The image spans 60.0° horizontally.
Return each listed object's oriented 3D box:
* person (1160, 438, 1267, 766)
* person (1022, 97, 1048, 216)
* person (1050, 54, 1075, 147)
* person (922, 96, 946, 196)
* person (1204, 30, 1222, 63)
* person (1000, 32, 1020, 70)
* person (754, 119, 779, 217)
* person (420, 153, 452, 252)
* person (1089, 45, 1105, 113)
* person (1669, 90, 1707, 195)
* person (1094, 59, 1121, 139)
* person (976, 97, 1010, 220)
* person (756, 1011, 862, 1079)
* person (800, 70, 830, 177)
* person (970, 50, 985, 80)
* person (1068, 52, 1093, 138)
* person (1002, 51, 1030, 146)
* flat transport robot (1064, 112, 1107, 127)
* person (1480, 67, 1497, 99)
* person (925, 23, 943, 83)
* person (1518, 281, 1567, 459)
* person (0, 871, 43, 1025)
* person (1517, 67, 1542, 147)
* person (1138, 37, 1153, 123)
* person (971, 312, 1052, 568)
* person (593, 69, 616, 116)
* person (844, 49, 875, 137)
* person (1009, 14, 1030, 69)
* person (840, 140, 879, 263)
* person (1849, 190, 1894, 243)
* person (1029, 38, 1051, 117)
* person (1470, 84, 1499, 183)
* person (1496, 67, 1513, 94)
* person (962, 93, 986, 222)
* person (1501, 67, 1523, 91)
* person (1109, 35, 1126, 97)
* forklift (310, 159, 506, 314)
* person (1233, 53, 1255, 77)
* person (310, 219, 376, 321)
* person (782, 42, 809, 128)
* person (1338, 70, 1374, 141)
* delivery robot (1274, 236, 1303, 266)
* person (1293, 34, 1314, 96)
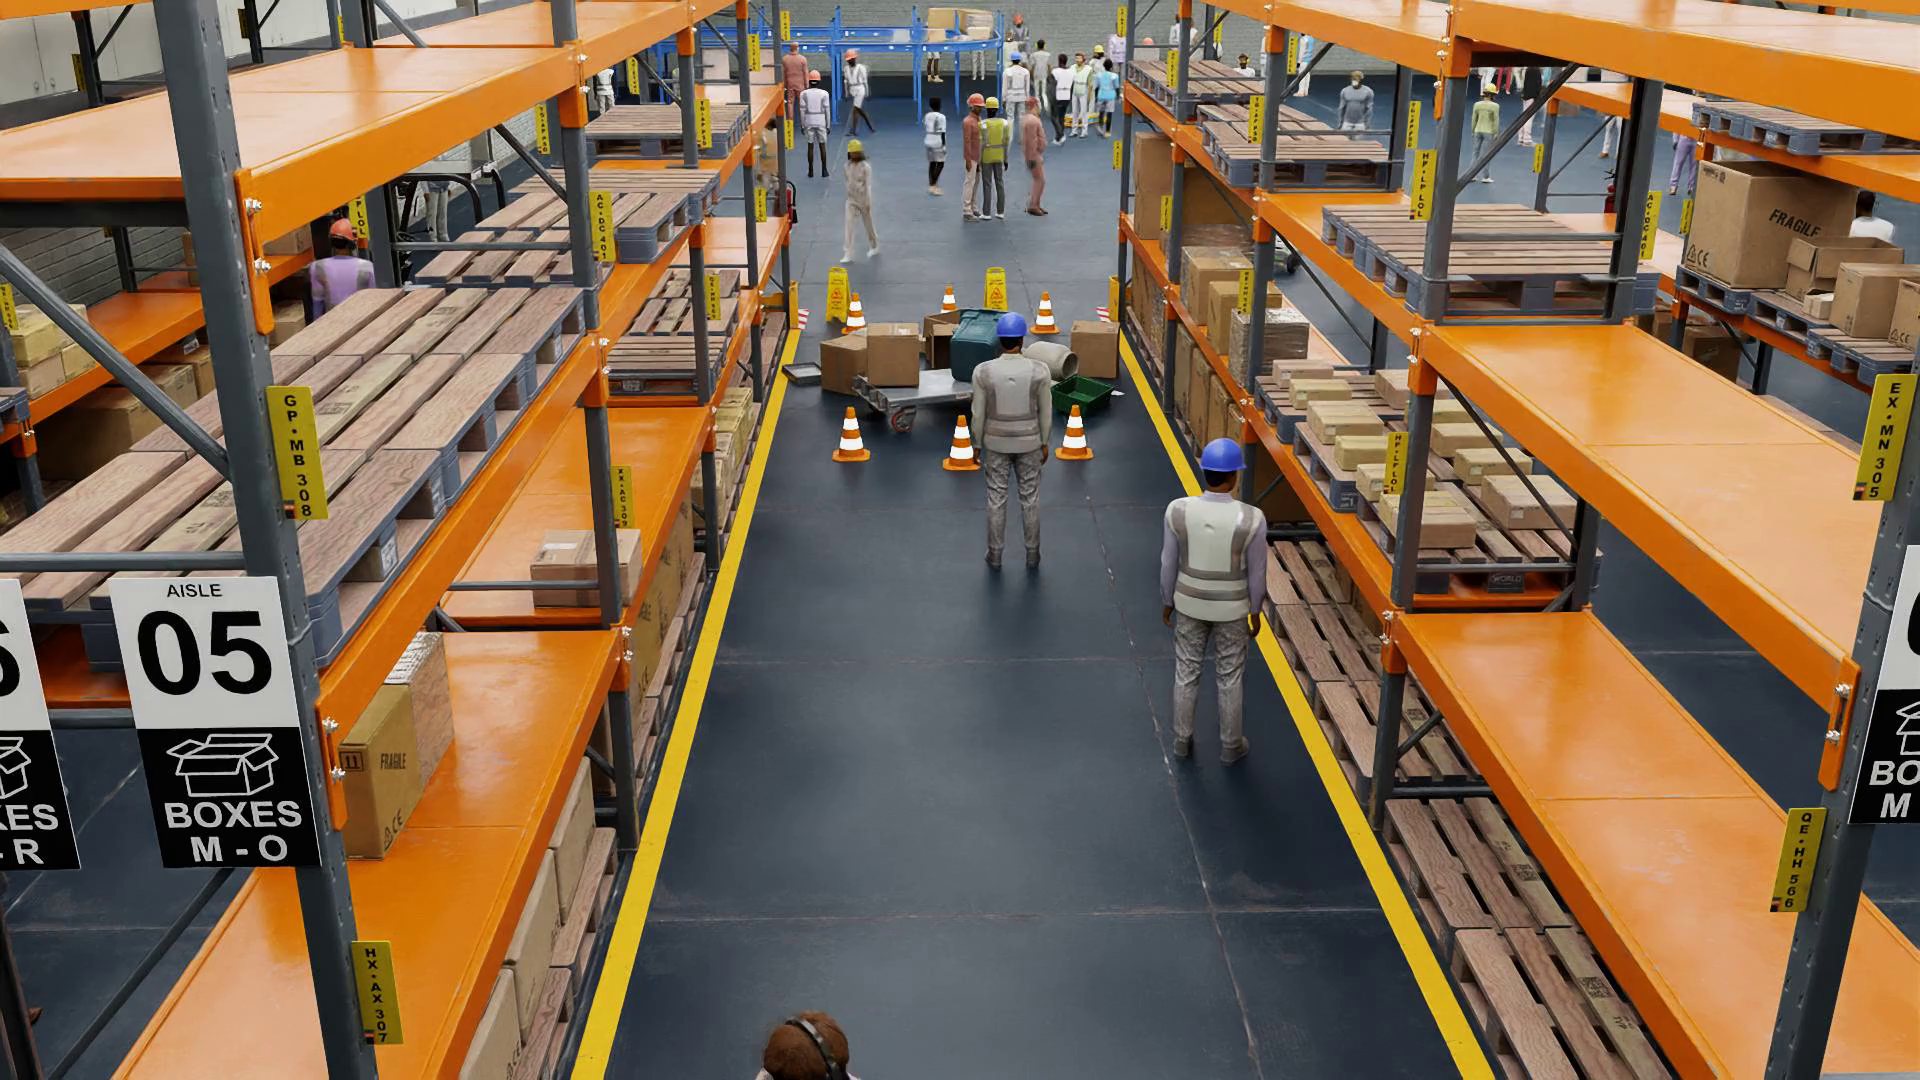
[{"bbox_3d":[1.446,0.366,9.525,0.604,1.942,0.402,8,22,20],"label":"person"},{"bbox_3d":[1.239,-6.251,27.122,0.462,1.872,0.685,1,21,4],"label":"person"},{"bbox_3d":[2.121,-9.268,35.075,0.646,1.882,0.846,-11,23,-27],"label":"person"},{"bbox_3d":[-0.484,-6.885,29.067,0.480,1.667,0.586,-18,27,-40],"label":"person"},{"bbox_3d":[6.076,-11.580,40.962,0.681,2.000,0.538,-16,26,-37],"label":"person"},{"bbox_3d":[1.361,-13.000,45.321,0.562,1.619,0.378,-5,21,-12],"label":"person"},{"bbox_3d":[-2.954,-5.702,25.653,0.368,1.894,0.586,18,27,39],"label":"person"},{"bbox_3d":[-7.623,-5.139,24.224,0.404,1.835,0.586,8,22,20],"label":"person"},{"bbox_3d":[3.264,-10.815,39.368,0.486,1.736,0.318,-13,24,-30],"label":"person"},{"bbox_3d":[12.737,-6.960,28.944,0.639,1.904,0.409,4,21,10],"label":"person"},{"bbox_3d":[3.230,-9.635,36.307,0.585,1.678,0.463,7,22,19],"label":"person"},{"bbox_3d":[0.507,-6.111,26.663,0.595,1.925,0.370,-9,23,-23],"label":"person"},{"bbox_3d":[-0.404,2.172,4.915,0.638,1.830,0.430,16,26,37],"label":"person"},{"bbox_3d":[-2.692,-7.742,30.962,0.551,1.935,0.375,-1,21,-2],"label":"person"},{"bbox_3d":[0.519,-14.457,48.992,0.483,1.735,0.316,-2,21,-7],"label":"person"},{"bbox_3d":[2.635,-9.730,36.363,0.561,1.837,0.389,15,25,34],"label":"person"},{"bbox_3d":[1.174,-9.314,35.123,0.601,1.939,0.410,-7,22,-18],"label":"person"},{"bbox_3d":[2.800,-9.805,38.732,0.652,0.197,1.431,13,24,30],"label":"flat transport robot"},{"bbox_3d":[14.010,-12.638,43.917,0.375,1.933,0.625,-3,21,-8],"label":"person"},{"bbox_3d":[-0.746,-14.289,48.134,0.605,2.034,0.391,19,28,40],"label":"person"},{"bbox_3d":[5.294,-1.531,14.967,0.498,1.634,0.280,-2,21,-6],"label":"person"},{"bbox_3d":[-4.353,1.436,7.126,0.500,1.632,0.286,-1,21,-2],"label":"person"},{"bbox_3d":[12.059,-9.311,35.043,0.393,1.985,0.611,-1,21,-2],"label":"person"},{"bbox_3d":[4.378,-10.744,38.895,0.379,1.937,0.548,17,27,38],"label":"person"},{"bbox_3d":[0.383,-0.730,12.420,0.604,1.942,0.402,0,21,-1],"label":"person"},{"bbox_3d":[-7.953,-9.979,37.287,0.511,1.640,0.308,-6,21,-15],"label":"person"},{"bbox_3d":[-2.226,-9.917,36.823,0.558,1.879,0.941,15,25,34],"label":"person"},{"bbox_3d":[1.682,-13.603,46.360,0.635,2.005,0.806,-5,21,-13],"label":"person"},{"bbox_3d":[-1.418,-4.831,23.606,0.495,1.700,0.897,10,23,25],"label":"person"},{"bbox_3d":[9.728,-2.811,18.002,0.638,1.890,0.531,0,21,-1],"label":"person"},{"bbox_3d":[1.919,-11.042,39.811,0.511,1.855,0.448,-4,21,-12],"label":"person"},{"bbox_3d":[9.580,-7.414,30.346,0.328,1.759,0.524,-19,28,-41],"label":"person"},{"bbox_3d":[14.828,-13.004,45.109,0.525,1.769,0.309,5,21,14],"label":"person"},{"bbox_3d":[0.235,-6.116,26.586,0.388,1.990,0.623,8,22,19],"label":"person"},{"bbox_3d":[15.369,-13.313,46.009,0.568,1.711,0.892,-11,23,-27],"label":"person"},{"bbox_3d":[4.239,-12.735,44.174,0.584,1.926,0.371,-7,22,-17],"label":"person"},{"bbox_3d":[-5.622,-2.910,17.832,2.313,2.155,1.214,-1,21,-1],"label":"forklift"},{"bbox_3d":[6.018,-9.429,35.517,0.535,1.868,0.309,7,22,18],"label":"person"},{"bbox_3d":[-5.769,-2.052,15.823,0.642,2.006,0.819,-3,21,-9],"label":"person"},{"bbox_3d":[-3.750,-10.420,38.084,0.643,1.909,0.410,5,21,12],"label":"person"},{"bbox_3d":[7.372,-7.775,31.064,0.643,1.932,0.373,11,23,26],"label":"person"},{"bbox_3d":[4.527,-4.078,23.070,0.477,0.478,0.707,13,25,31],"label":"delivery robot"},{"bbox_3d":[9.201,-12.830,44.551,0.429,1.839,0.623,15,25,34],"label":"person"}]
